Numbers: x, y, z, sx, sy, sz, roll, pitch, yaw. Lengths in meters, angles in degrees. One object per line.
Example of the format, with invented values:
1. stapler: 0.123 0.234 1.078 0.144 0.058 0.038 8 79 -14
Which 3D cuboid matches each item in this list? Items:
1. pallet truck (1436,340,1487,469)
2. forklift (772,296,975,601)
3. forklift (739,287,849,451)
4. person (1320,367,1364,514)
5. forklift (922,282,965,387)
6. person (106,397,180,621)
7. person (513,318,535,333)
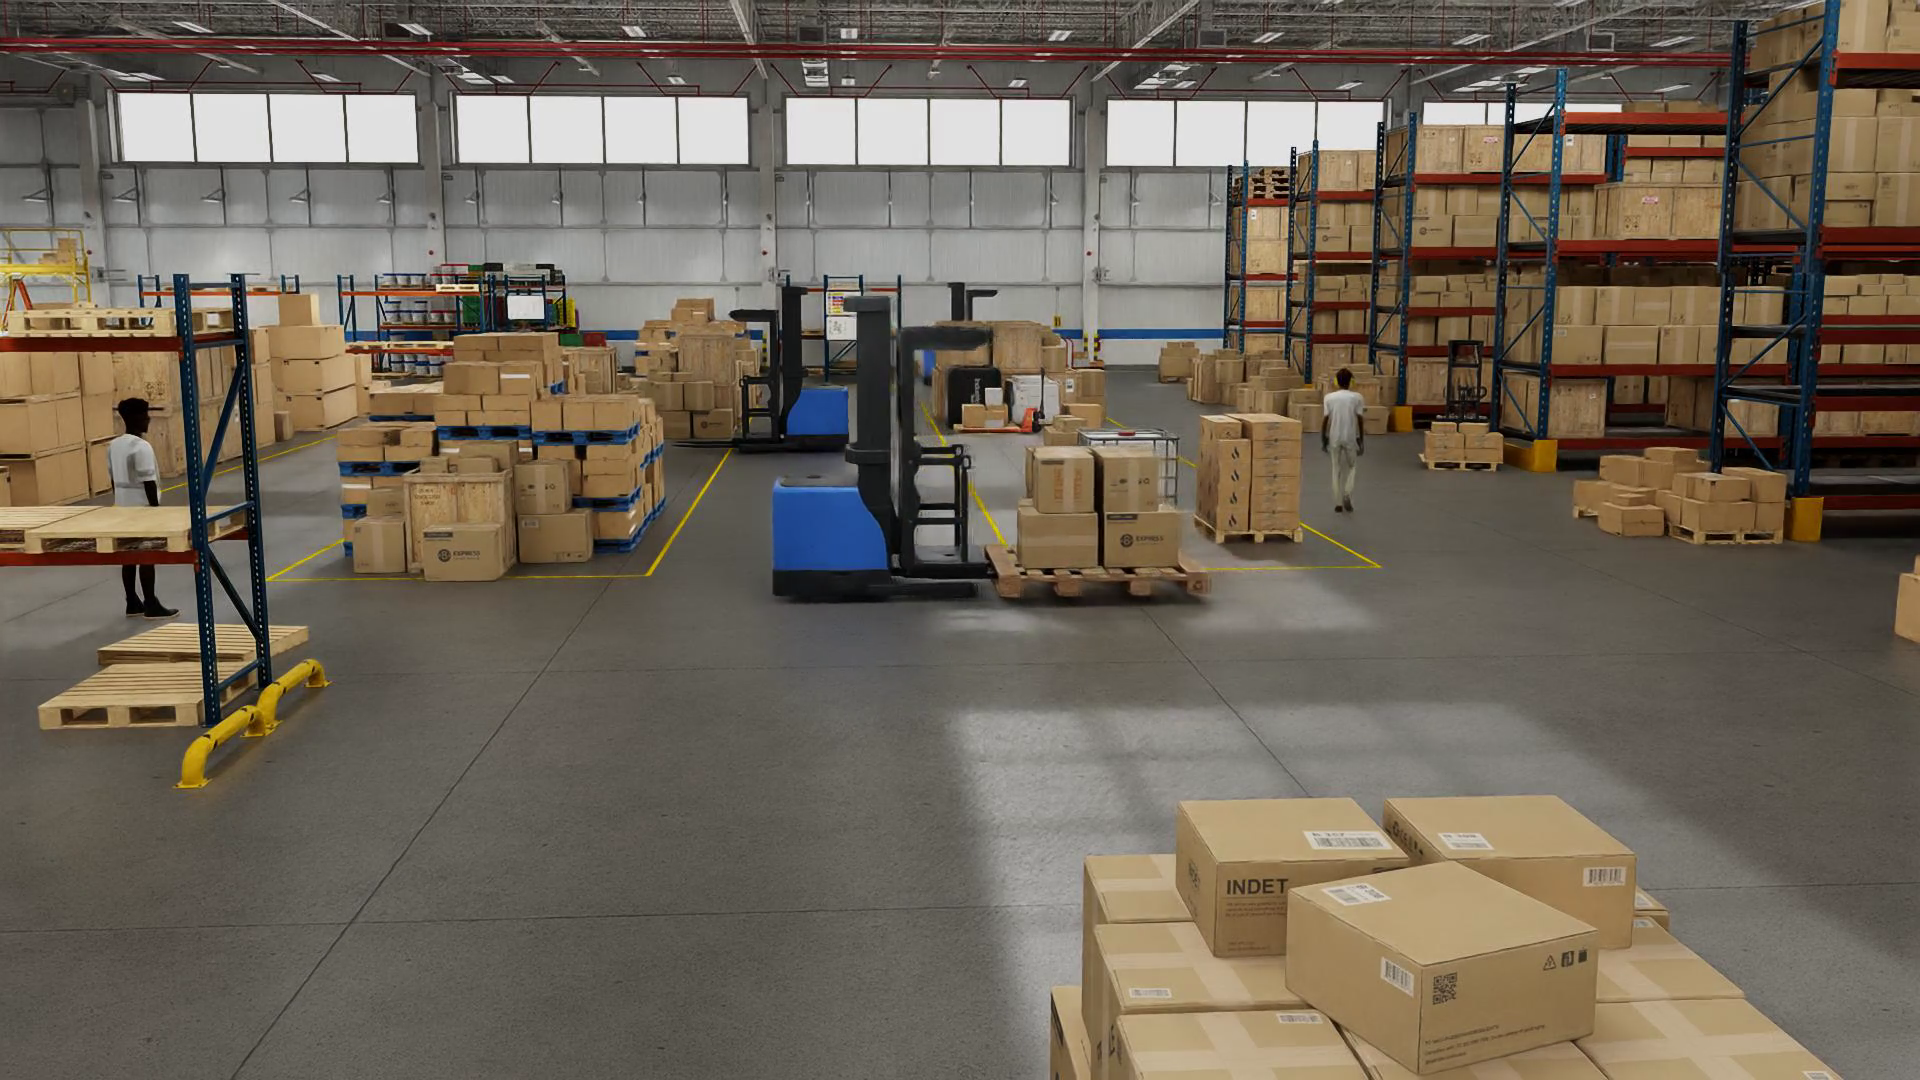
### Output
1. pallet truck: 8.004 -2.170 26.422 0.823 1.965 1.885 2 9 14
2. forklift: -0.835 -0.898 15.670 1.873 2.768 1.129 -1 9 -4
3. forklift: -2.857 -2.959 28.607 1.873 2.768 1.129 -1 9 -4
4. person: 4.886 -1.275 21.241 0.554 1.852 0.642 2 9 13
5. forklift: -0.075 -5.568 44.994 1.873 2.768 1.129 -1 9 -4
6. person: -7.203 -0.273 14.602 0.603 1.966 0.368 6 11 33
7. person: -11.165 -4.719 42.675 0.664 1.918 0.595 -1 9 -4
